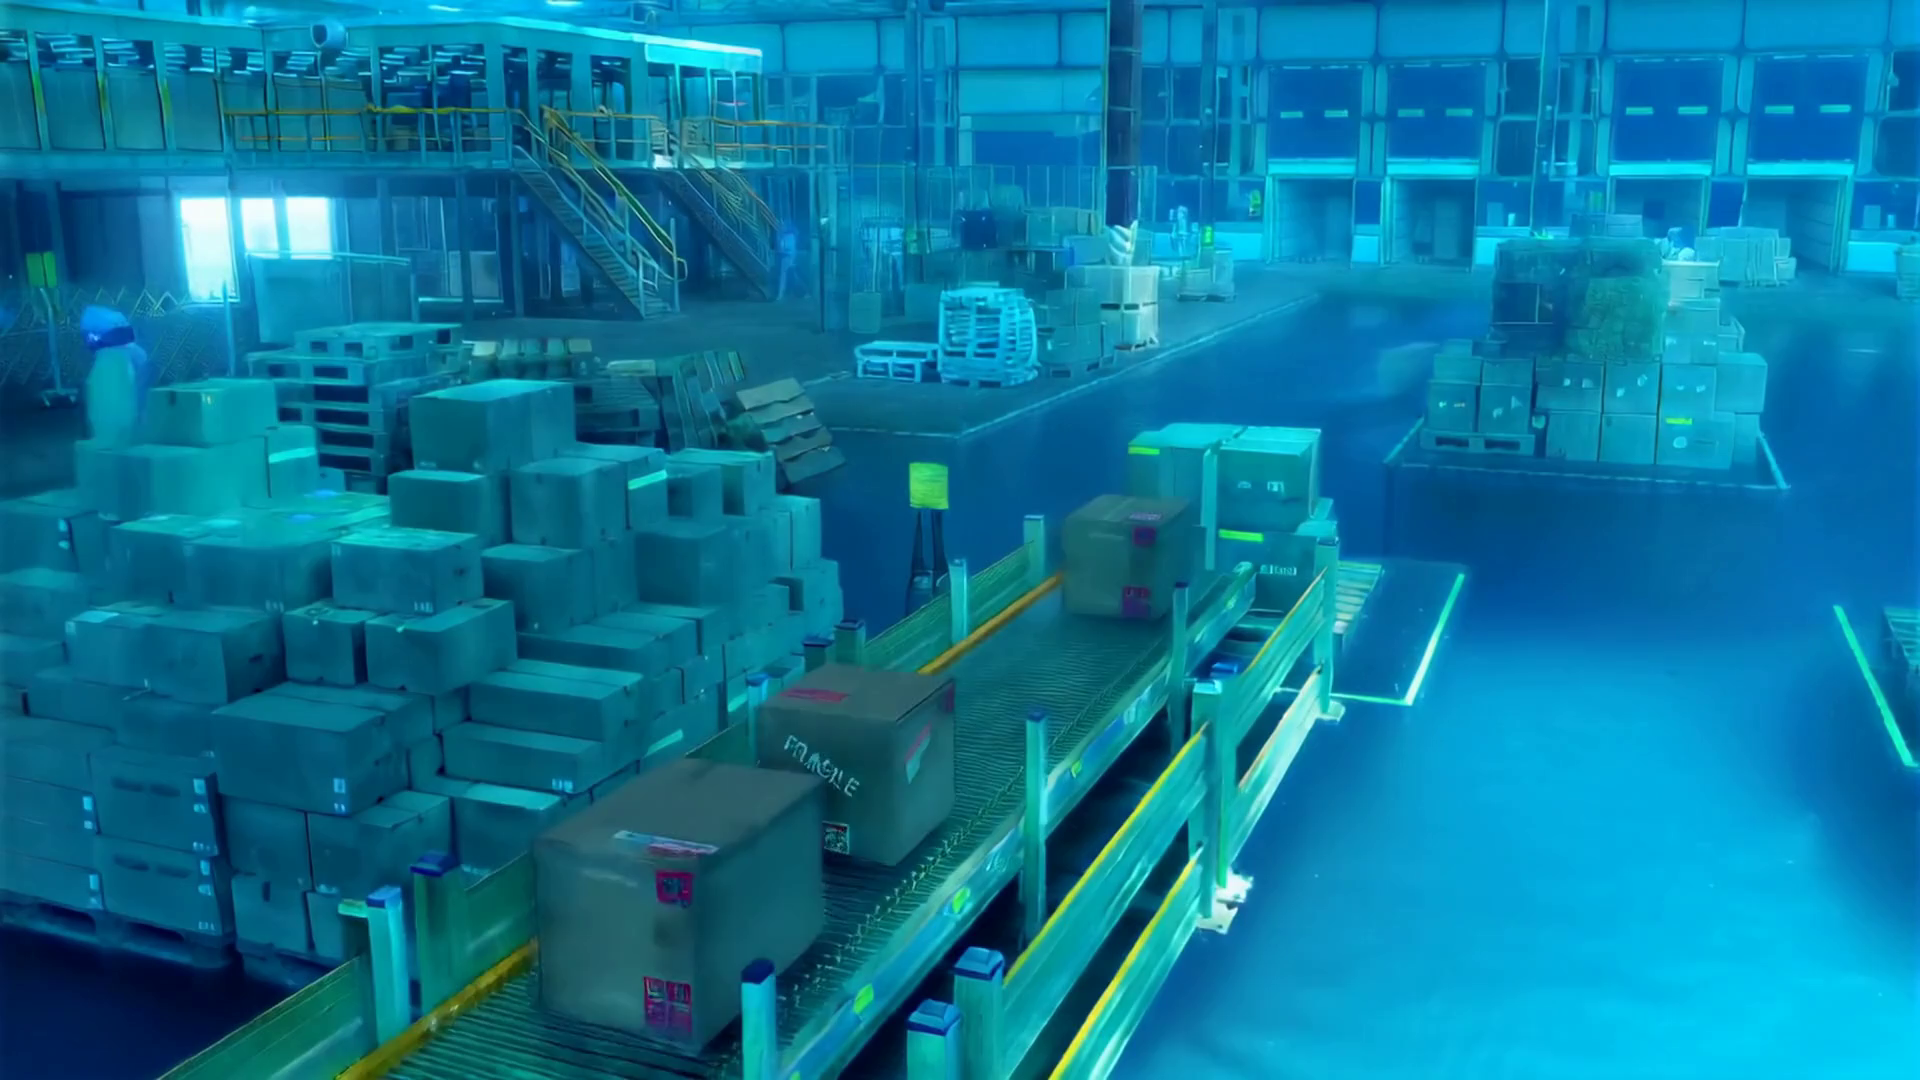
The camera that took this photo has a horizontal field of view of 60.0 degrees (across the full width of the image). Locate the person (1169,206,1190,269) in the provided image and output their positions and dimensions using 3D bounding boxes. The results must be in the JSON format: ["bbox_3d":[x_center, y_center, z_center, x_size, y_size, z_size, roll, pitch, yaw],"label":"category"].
[{"bbox_3d":[6.717,-9.241,50.860,0.650,1.886,1.013,1,13,7],"label":"person"}]

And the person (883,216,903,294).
[{"bbox_3d":[-1.604,-6.953,40.634,0.574,1.881,0.357,-2,13,-8],"label":"person"}]

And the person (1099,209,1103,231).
[{"bbox_3d":[4.381,-9.534,52.451,0.995,1.786,0.637,4,13,17],"label":"person"}]

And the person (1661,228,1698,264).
[{"bbox_3d":[12.285,-4.374,28.704,0.536,2.000,0.688,-7,14,-28],"label":"person"}]

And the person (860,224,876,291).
[{"bbox_3d":[-1.854,-5.454,33.853,0.397,1.911,0.587,1,13,2],"label":"person"}]

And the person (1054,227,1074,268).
[{"bbox_3d":[2.127,-5.351,33.467,0.684,1.872,0.579,-8,15,-33],"label":"person"}]

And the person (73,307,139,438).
[{"bbox_3d":[-6.546,-0.799,12.811,0.443,1.977,0.621,-1,13,-6],"label":"person"}]

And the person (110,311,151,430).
[{"bbox_3d":[-7.643,-1.225,15.255,0.493,1.741,0.318,4,13,19],"label":"person"}]

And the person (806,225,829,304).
[{"bbox_3d":[-3.202,-6.245,37.717,0.543,1.786,1.017,-3,13,-13],"label":"person"}]

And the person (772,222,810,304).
[{"bbox_3d":[-3.827,-6.275,37.685,0.946,1.851,0.582,-12,17,-43],"label":"person"}]
